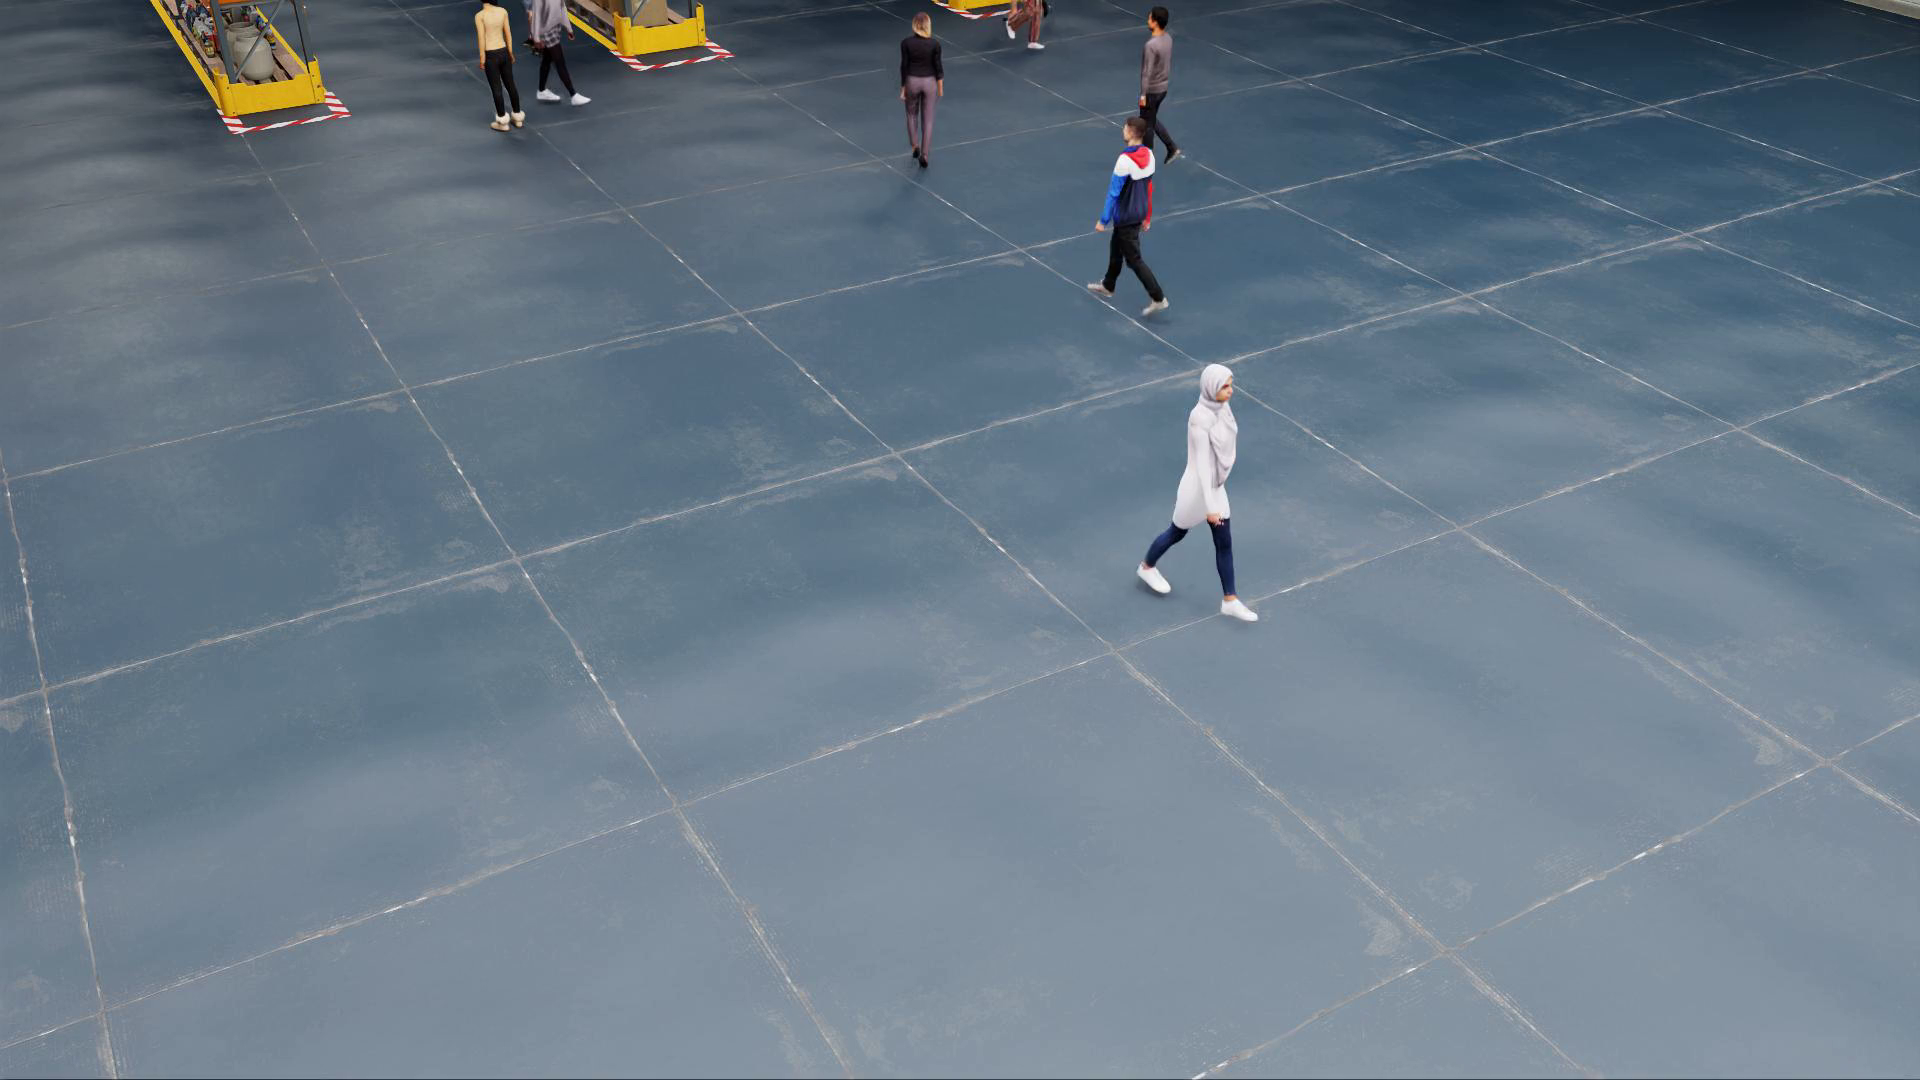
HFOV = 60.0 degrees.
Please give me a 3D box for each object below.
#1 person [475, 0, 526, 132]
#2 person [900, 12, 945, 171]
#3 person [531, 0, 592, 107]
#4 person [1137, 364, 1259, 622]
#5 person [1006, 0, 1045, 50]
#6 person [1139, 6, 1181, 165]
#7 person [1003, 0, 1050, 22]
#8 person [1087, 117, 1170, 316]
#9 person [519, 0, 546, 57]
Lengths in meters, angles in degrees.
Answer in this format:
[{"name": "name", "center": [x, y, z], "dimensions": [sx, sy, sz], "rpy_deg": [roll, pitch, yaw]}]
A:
[{"name": "person", "center": [-5.302, -5.537, 19.038], "dimensions": [0.623, 1.659, 0.657], "rpy_deg": [28, 42, 37]}, {"name": "person", "center": [-0.427, -4.786, 17.849], "dimensions": [0.763, 1.658, 0.819], "rpy_deg": [2, 32, 3]}, {"name": "person", "center": [-4.949, -6.024, 19.738], "dimensions": [1.159, 1.735, 1.078], "rpy_deg": [8, 33, 13]}, {"name": "person", "center": [1.472, -0.315, 10.692], "dimensions": [1.213, 1.732, 0.865], "rpy_deg": [24, 39, 33]}, {"name": "person", "center": [0.878, -7.275, 21.901], "dimensions": [0.932, 1.545, 0.733], "rpy_deg": [26, 40, 34]}, {"name": "person", "center": [2.141, -4.785, 17.750], "dimensions": [0.937, 1.762, 0.852], "rpy_deg": [24, 40, 33]}, {"name": "person", "center": [0.877, -7.869, 22.781], "dimensions": [1.035, 1.611, 0.920], "rpy_deg": [17, 36, 25]}, {"name": "person", "center": [1.566, -2.818, 14.670], "dimensions": [1.262, 1.721, 0.950], "rpy_deg": [22, 39, 31]}, {"name": "person", "center": [-5.541, -7.196, 21.508], "dimensions": [0.948, 1.830, 0.863], "rpy_deg": [21, 38, 30]}]
